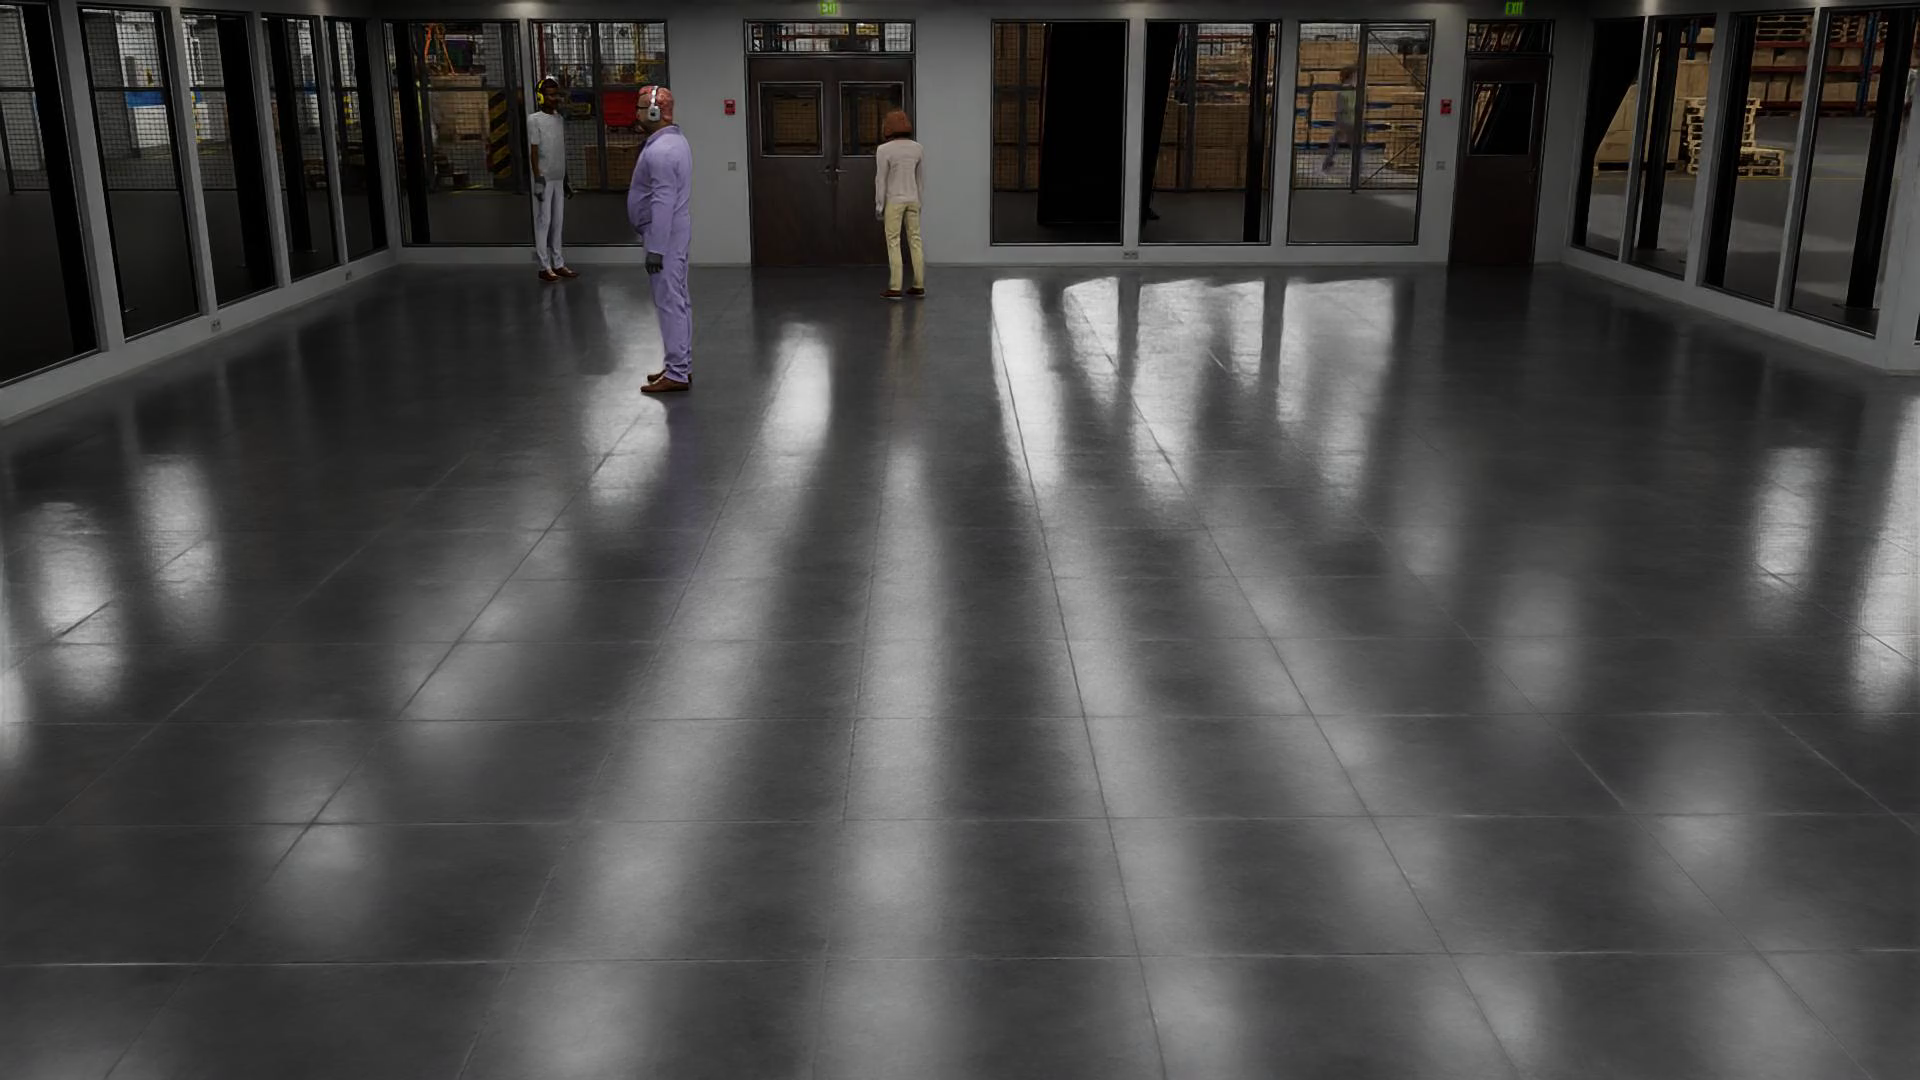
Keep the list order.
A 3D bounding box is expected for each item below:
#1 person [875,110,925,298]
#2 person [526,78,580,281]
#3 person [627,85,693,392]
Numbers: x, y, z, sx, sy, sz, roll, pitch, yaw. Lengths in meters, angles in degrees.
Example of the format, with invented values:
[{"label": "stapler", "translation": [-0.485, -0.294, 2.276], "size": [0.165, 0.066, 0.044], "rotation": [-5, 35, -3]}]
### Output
[{"label": "person", "translation": [-0.524, -2.946, 14.626], "size": [0.495, 1.624, 0.287], "rotation": [-13, 21, -36]}, {"label": "person", "translation": [-3.858, -3.400, 15.739], "size": [0.328, 1.874, 0.517], "rotation": [7, 18, 23]}, {"label": "person", "translation": [-1.895, -1.898, 10.564], "size": [0.410, 1.909, 0.643], "rotation": [0, 16, -2]}]
